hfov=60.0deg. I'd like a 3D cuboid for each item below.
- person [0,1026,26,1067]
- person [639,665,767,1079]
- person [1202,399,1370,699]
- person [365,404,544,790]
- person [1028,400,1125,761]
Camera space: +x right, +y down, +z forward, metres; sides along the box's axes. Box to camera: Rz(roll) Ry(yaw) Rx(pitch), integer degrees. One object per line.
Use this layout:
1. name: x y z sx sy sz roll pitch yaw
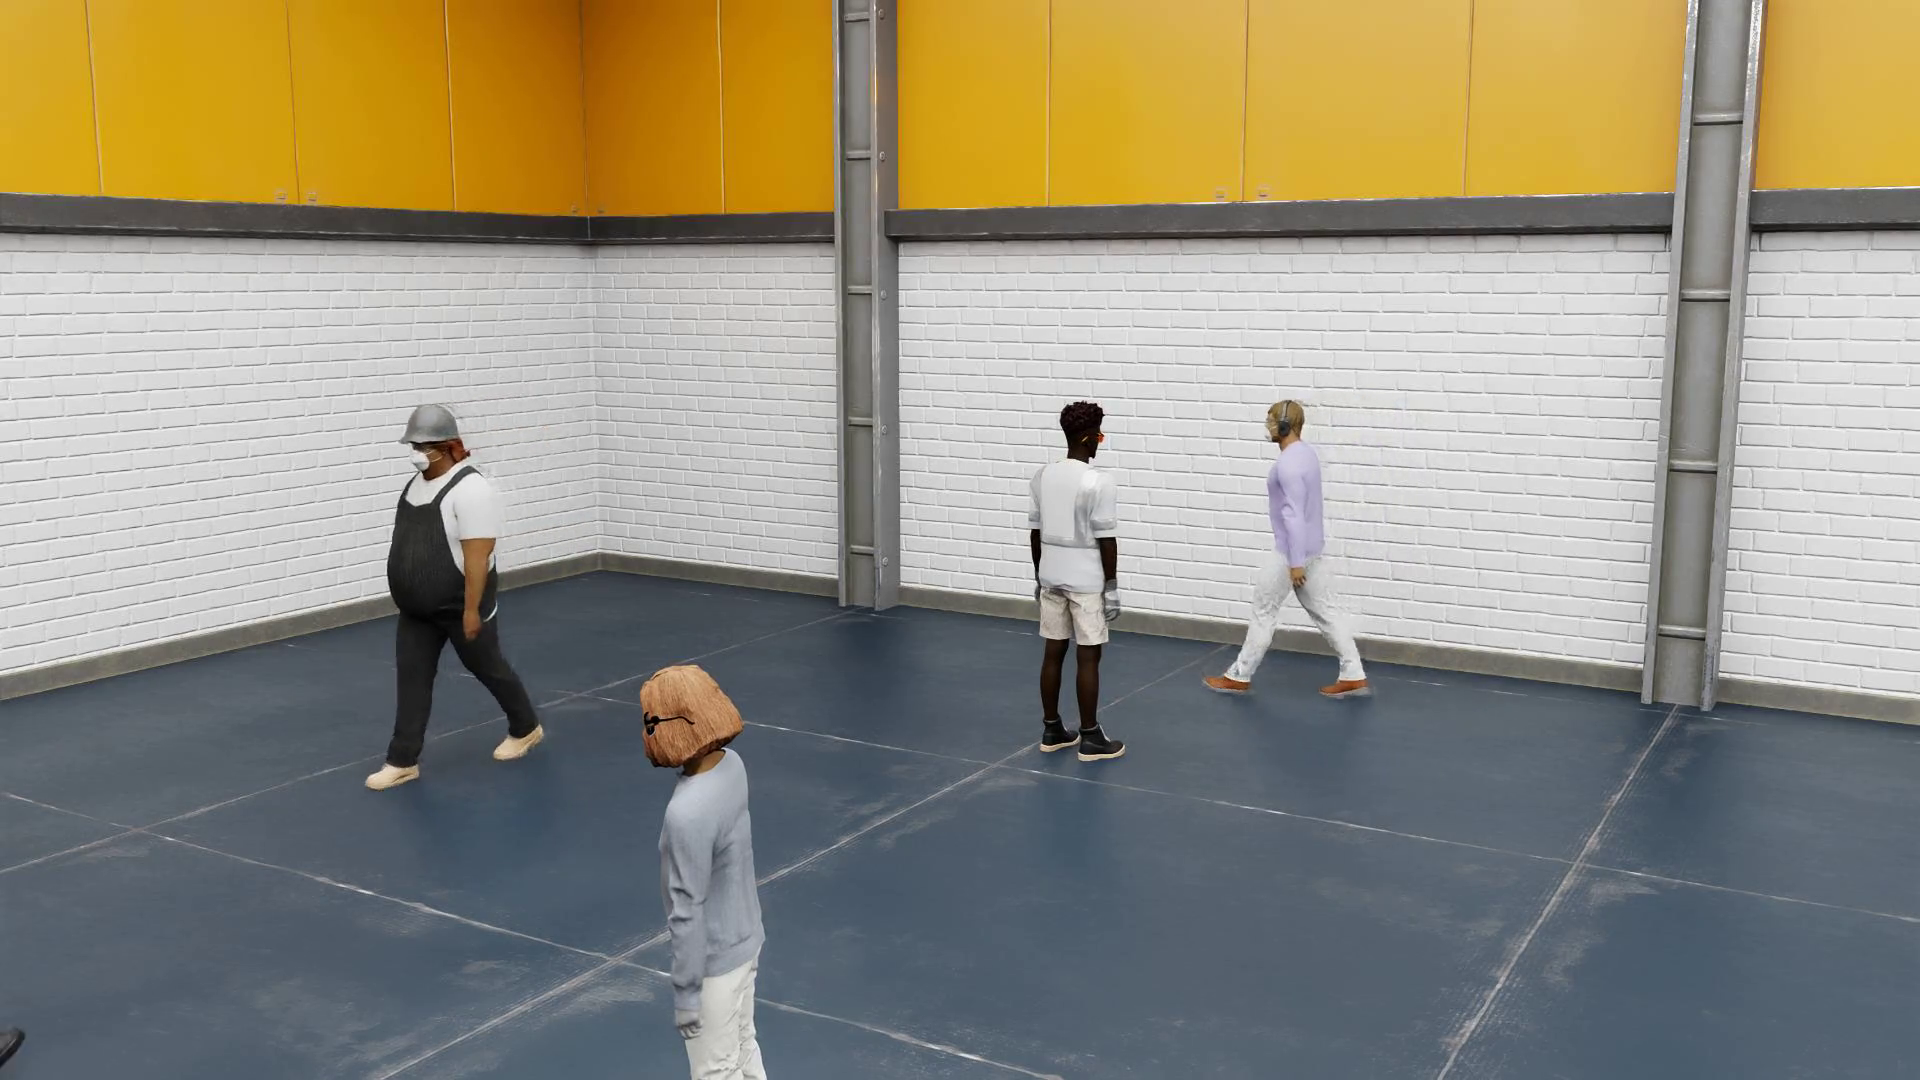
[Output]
1. person: -3.602 0.880 5.204 1.017 1.883 0.563 -4 10 -25
2. person: -0.675 1.132 4.473 0.309 1.624 0.497 1 9 7
3. person: 2.094 0.066 10.334 1.032 1.887 0.650 4 10 23
4. person: -2.655 0.232 8.774 0.683 2.000 1.019 7 11 36
5. person: 0.636 0.217 9.098 0.374 1.966 0.608 -8 12 -42
